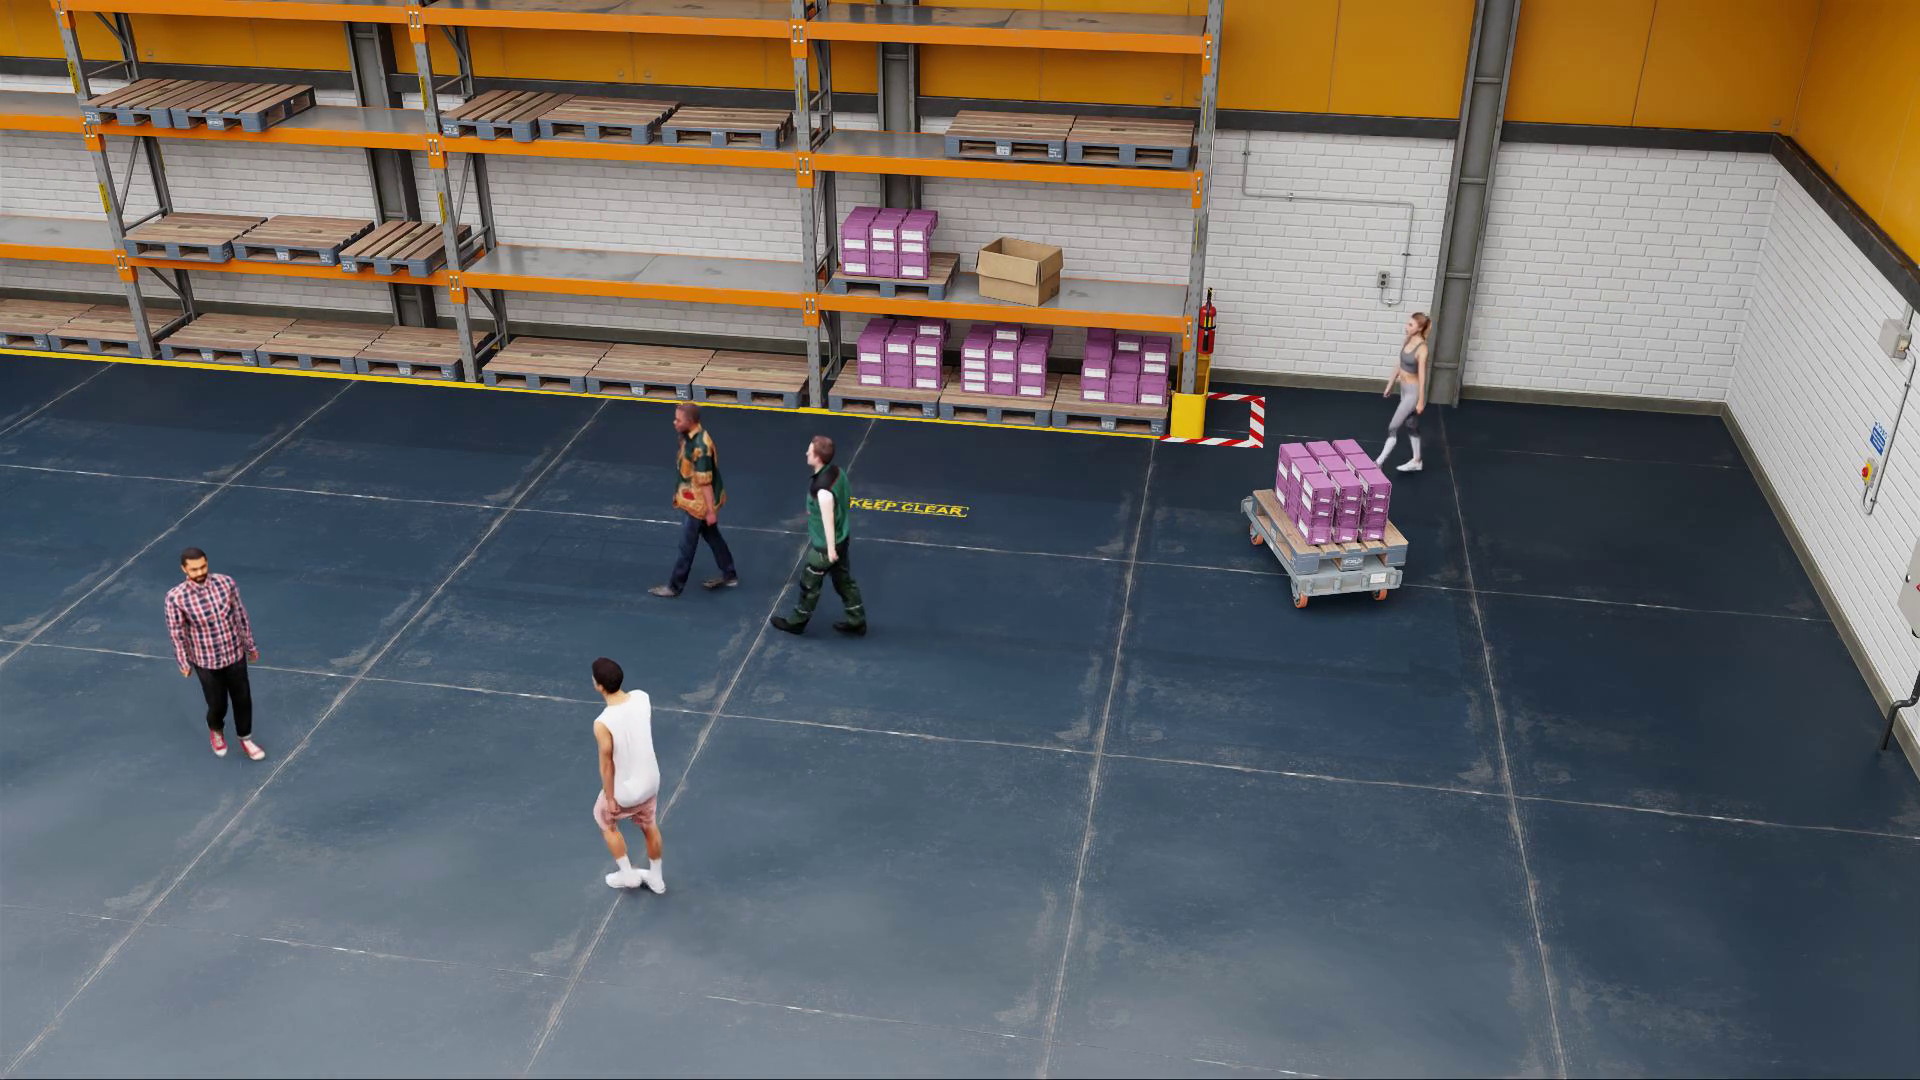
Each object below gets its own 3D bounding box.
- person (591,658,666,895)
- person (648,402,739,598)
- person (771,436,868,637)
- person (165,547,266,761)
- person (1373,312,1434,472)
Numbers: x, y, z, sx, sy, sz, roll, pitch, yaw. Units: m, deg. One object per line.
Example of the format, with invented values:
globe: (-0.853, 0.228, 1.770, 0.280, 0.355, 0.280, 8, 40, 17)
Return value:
person: (-2.068, 1.583, 10.727, 0.821, 1.767, 0.782, 22, 36, 35)
person: (-2.143, -0.348, 14.260, 1.167, 1.775, 1.012, -10, 30, -18)
person: (-0.994, 0.013, 13.563, 0.995, 1.810, 0.654, 5, 29, 9)
person: (-5.449, 0.812, 12.161, 0.886, 1.748, 0.845, 25, 37, 38)
person: (4.500, -1.424, 16.331, 1.035, 1.681, 0.800, -5, 29, -8)
